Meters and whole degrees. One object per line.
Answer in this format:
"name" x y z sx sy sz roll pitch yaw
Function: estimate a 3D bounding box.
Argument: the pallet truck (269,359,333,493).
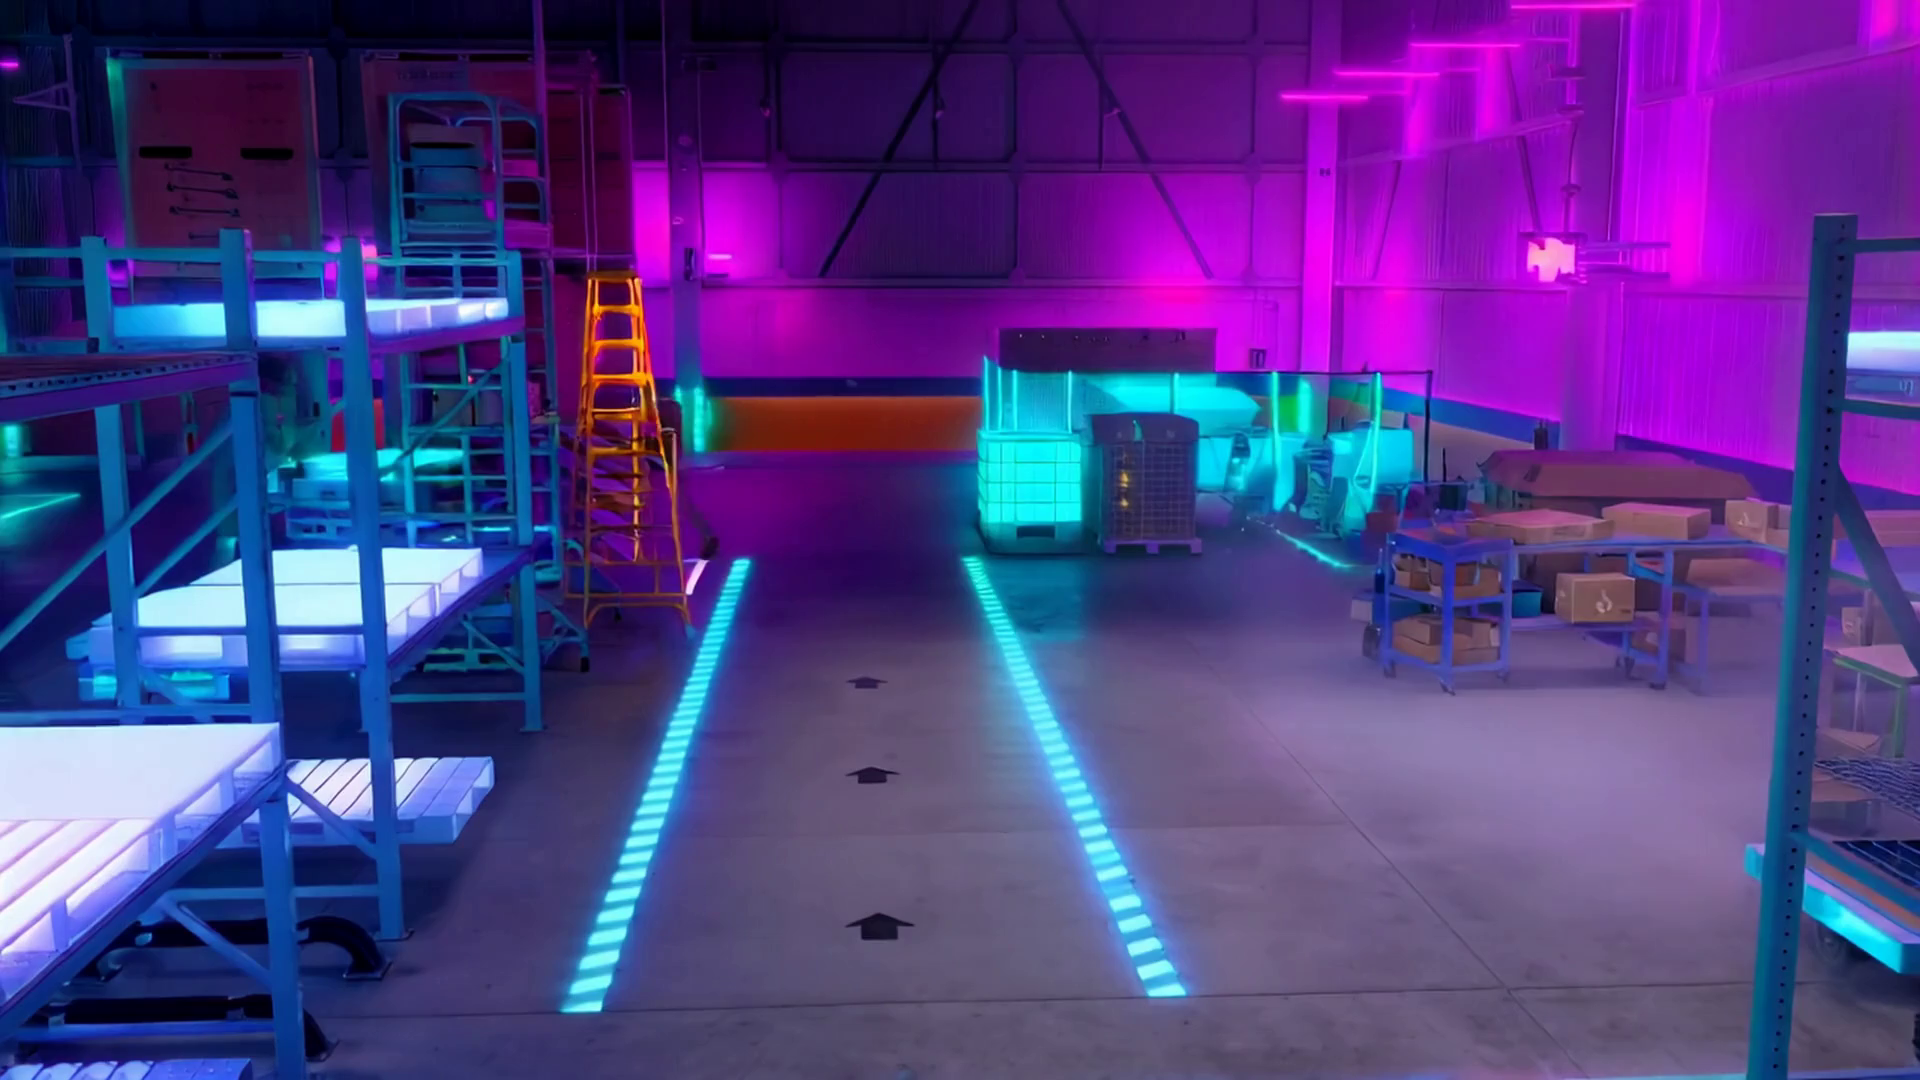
"pallet truck" -7.062 -1.131 18.996 1.885 1.965 0.823 2 9 13

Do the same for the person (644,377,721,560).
"person" -2.891 -0.706 16.683 0.946 1.888 0.653 4 10 23
